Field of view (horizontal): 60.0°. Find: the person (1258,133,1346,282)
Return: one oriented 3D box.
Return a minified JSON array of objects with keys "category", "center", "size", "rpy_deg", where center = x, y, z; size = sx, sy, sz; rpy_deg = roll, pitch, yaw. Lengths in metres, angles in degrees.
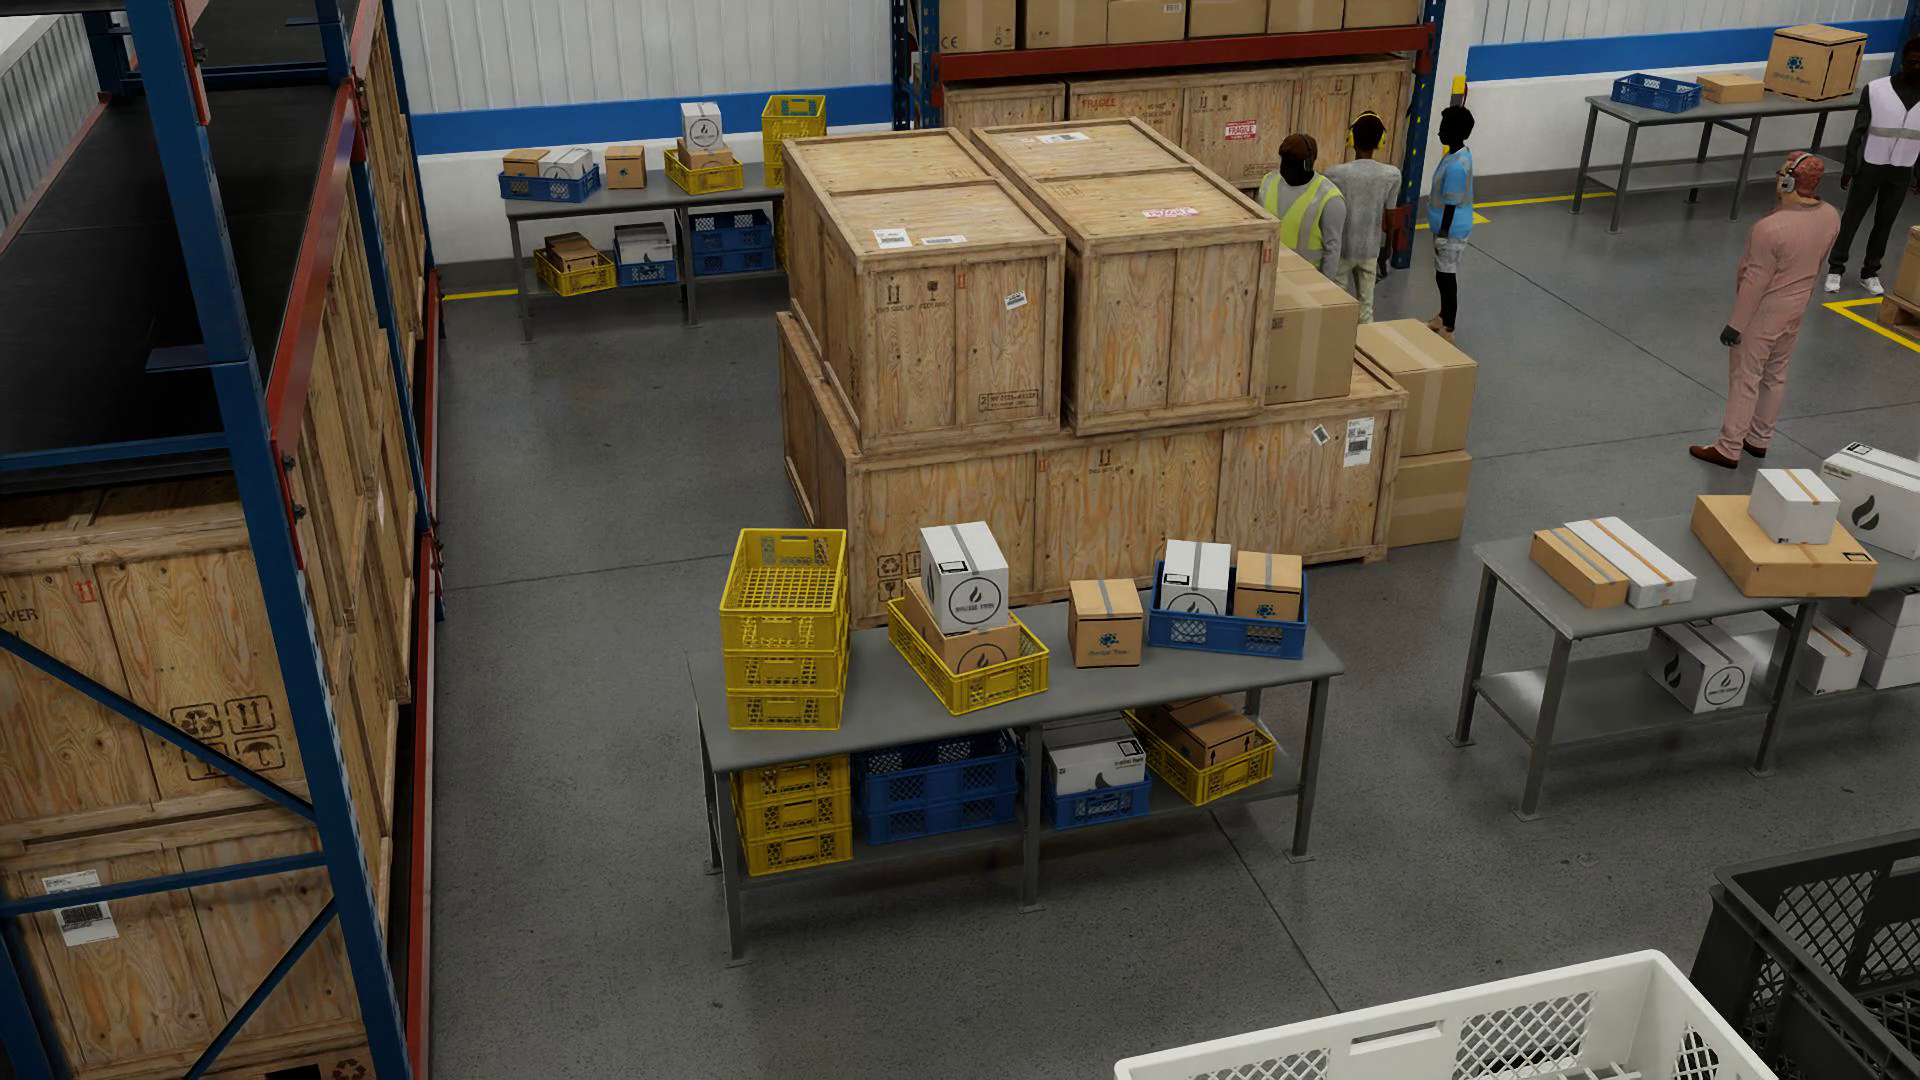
[{"category":"person","center":[2.055,-1.639,10.448],"size":[0.429,1.841,0.632],"rpy_deg":[-25,38,-38]}]

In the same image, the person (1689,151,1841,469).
[{"category":"person","center":[4.776,-1.353,9.861],"size":[0.642,1.909,0.409],"rpy_deg":[-16,32,-26]}]

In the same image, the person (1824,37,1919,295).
[{"category":"person","center":[6.937,-2.797,12.472],"size":[0.599,1.916,0.377],"rpy_deg":[5,29,9]}]

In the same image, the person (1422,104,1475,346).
[{"category":"person","center":[3.396,-2.175,11.577],"size":[0.323,1.687,0.537],"rpy_deg":[7,30,12]}]

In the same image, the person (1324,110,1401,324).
[{"category":"person","center":[2.550,-1.843,10.787],"size":[0.507,1.872,0.329],"rpy_deg":[0,29,0]}]
